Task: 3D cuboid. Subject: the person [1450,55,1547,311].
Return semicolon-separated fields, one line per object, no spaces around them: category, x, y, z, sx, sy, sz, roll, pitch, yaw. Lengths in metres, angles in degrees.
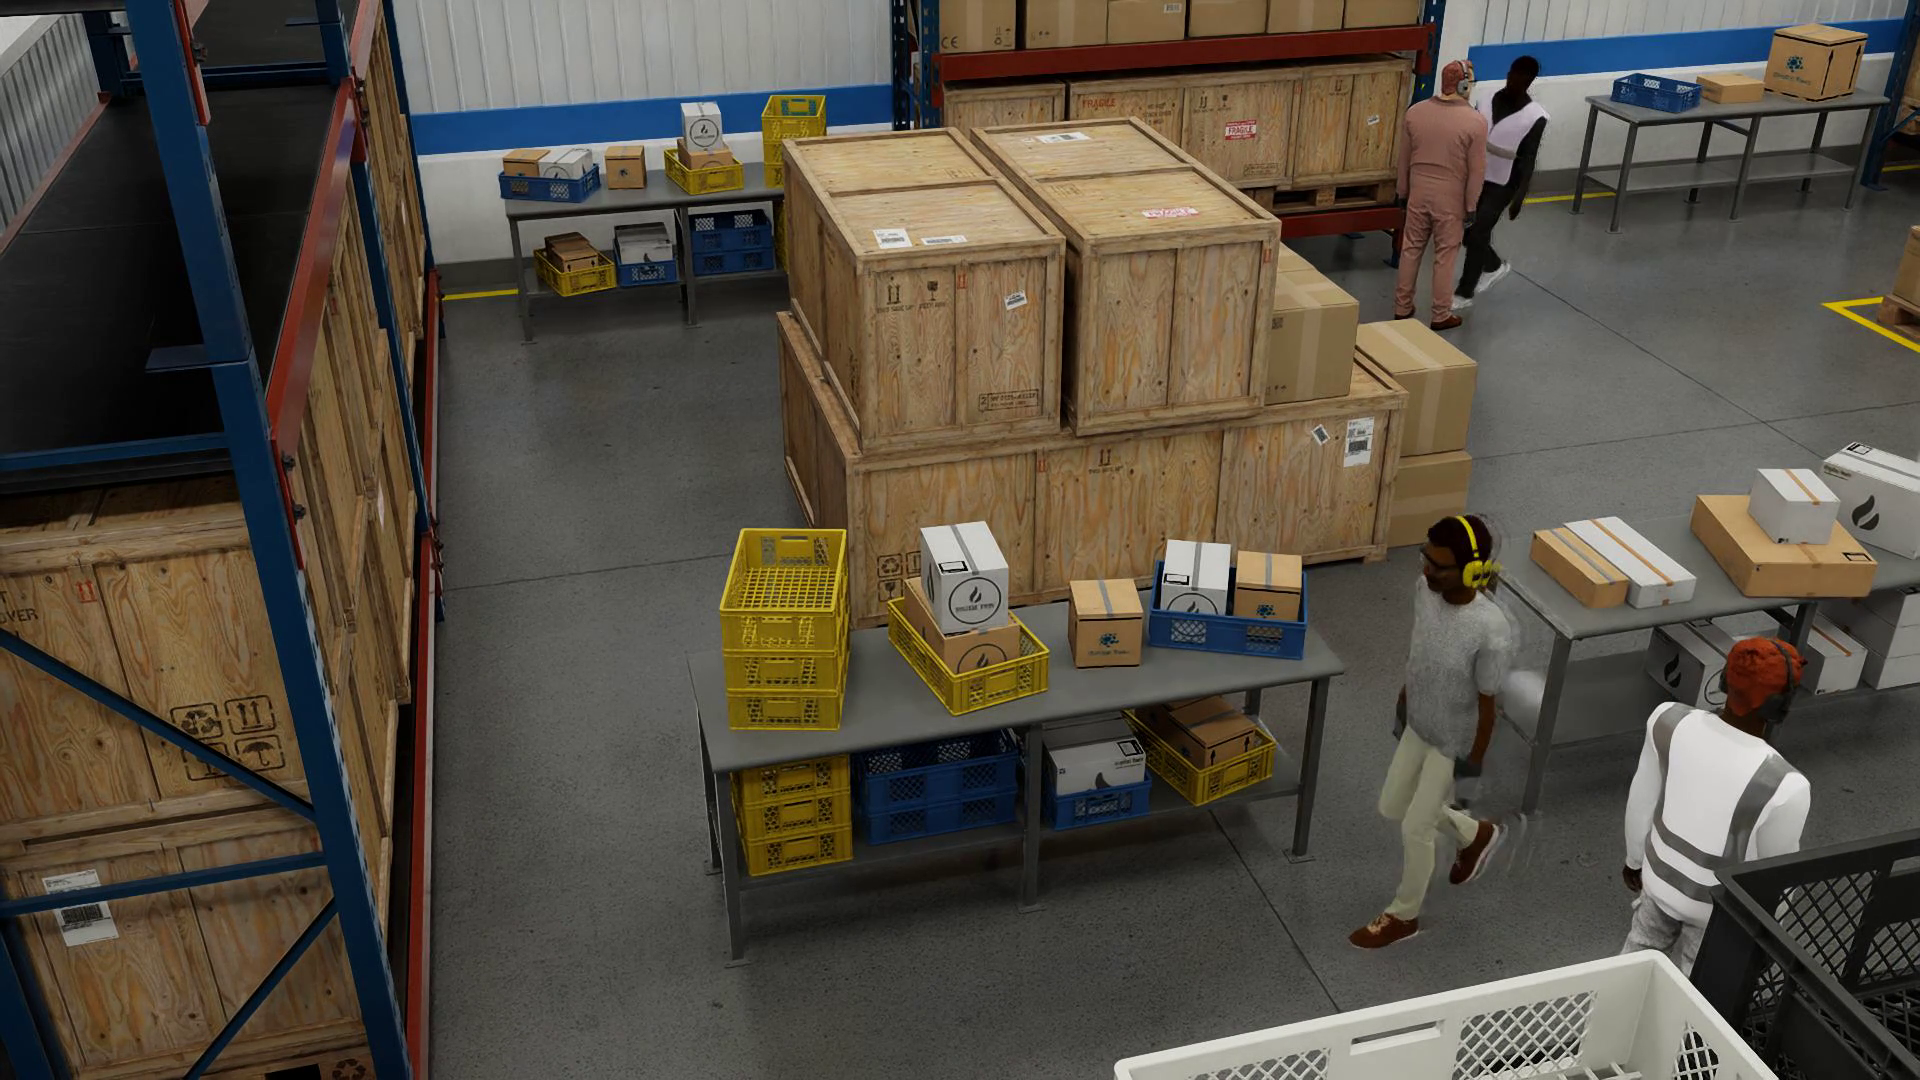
person;3.879;-2.601;12.154;0.571;1.875;0.625;-16;33;-26

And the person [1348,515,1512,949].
person;1.825;0.715;6.175;0.614;1.853;0.513;-10;30;-18

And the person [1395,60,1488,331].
person;3.425;-2.453;11.862;0.642;1.905;0.399;23;37;36

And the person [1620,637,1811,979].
person;2.386;1.136;5.363;0.355;1.887;0.574;-16;33;-27
